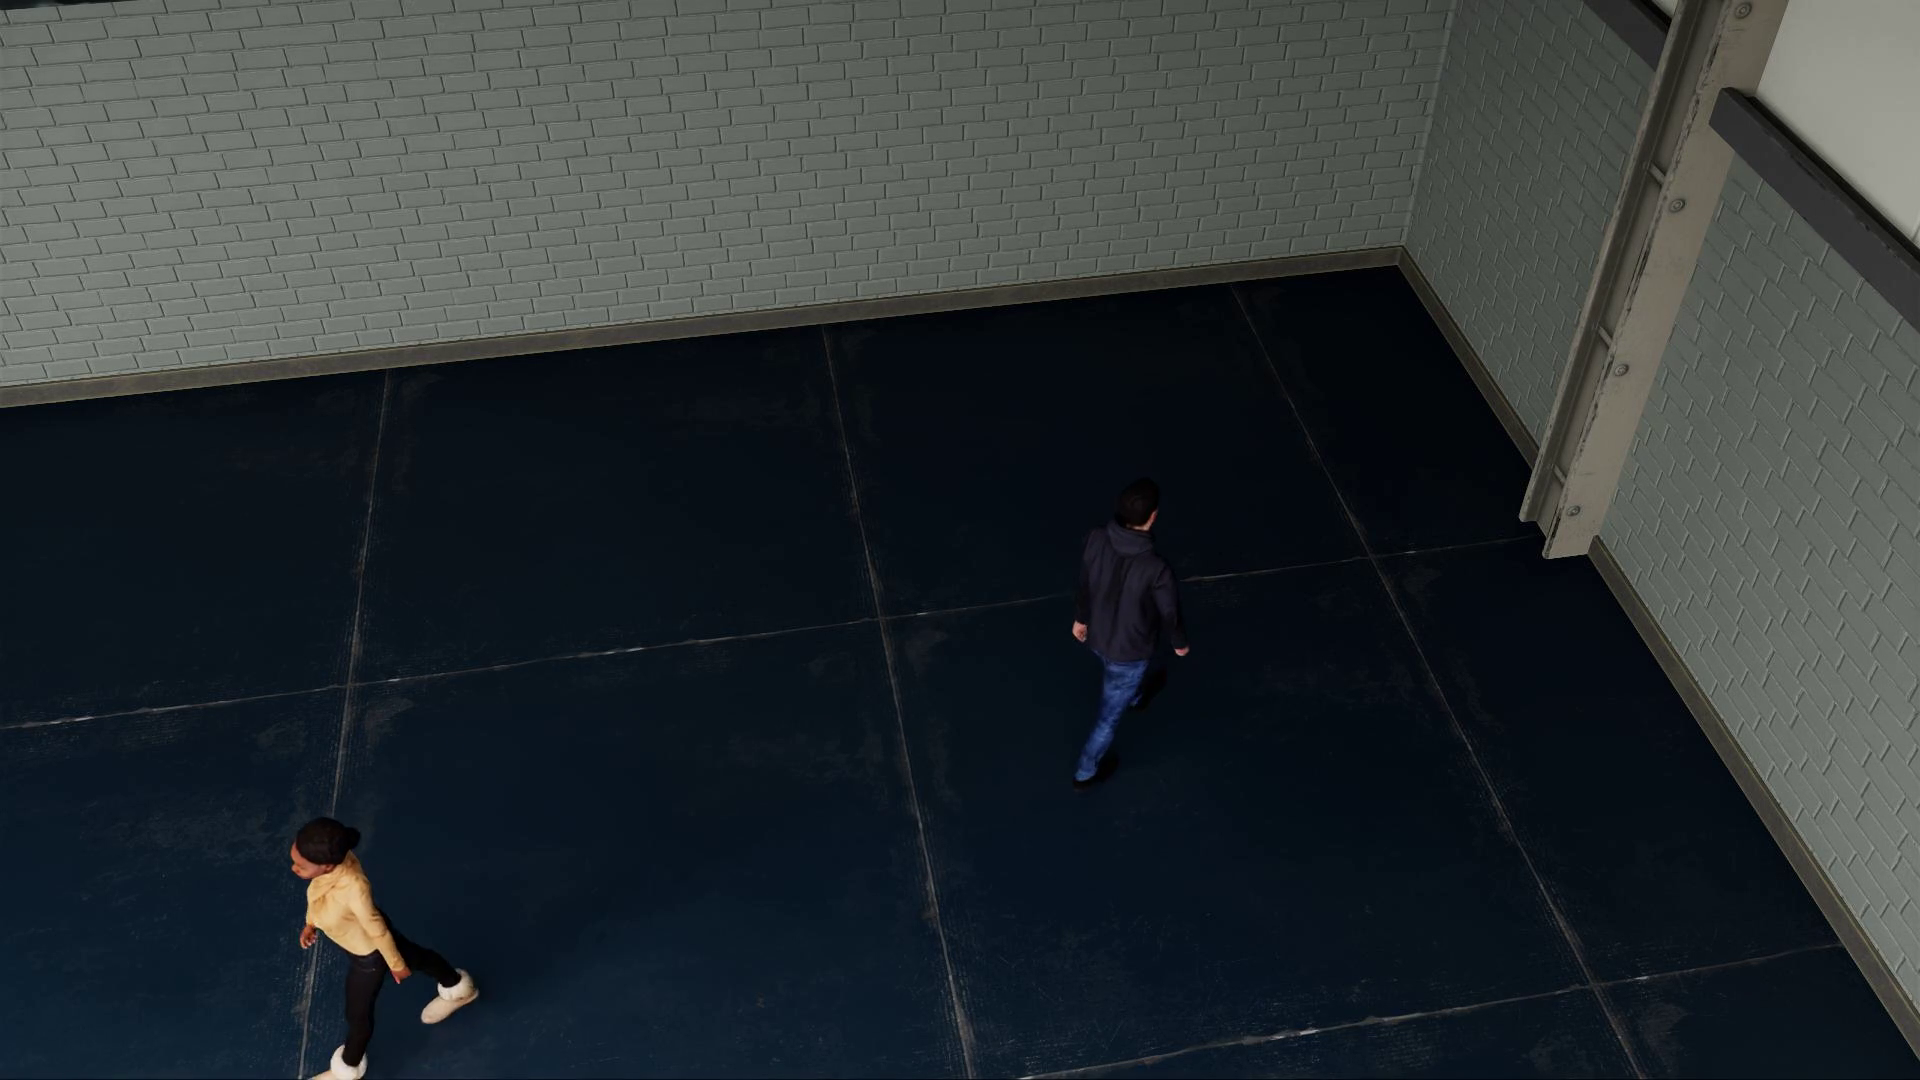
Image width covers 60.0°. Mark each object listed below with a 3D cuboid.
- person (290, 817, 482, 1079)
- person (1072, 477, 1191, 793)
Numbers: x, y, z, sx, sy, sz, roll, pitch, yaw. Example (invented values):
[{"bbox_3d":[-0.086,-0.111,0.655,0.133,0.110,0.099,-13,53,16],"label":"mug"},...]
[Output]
[{"bbox_3d":[-2.479,1.689,7.177,0.969,1.611,1.126,-25,49,-25],"label":"person"},{"bbox_3d":[0.735,0.551,8.223,1.119,1.847,1.164,-31,51,-29],"label":"person"}]
